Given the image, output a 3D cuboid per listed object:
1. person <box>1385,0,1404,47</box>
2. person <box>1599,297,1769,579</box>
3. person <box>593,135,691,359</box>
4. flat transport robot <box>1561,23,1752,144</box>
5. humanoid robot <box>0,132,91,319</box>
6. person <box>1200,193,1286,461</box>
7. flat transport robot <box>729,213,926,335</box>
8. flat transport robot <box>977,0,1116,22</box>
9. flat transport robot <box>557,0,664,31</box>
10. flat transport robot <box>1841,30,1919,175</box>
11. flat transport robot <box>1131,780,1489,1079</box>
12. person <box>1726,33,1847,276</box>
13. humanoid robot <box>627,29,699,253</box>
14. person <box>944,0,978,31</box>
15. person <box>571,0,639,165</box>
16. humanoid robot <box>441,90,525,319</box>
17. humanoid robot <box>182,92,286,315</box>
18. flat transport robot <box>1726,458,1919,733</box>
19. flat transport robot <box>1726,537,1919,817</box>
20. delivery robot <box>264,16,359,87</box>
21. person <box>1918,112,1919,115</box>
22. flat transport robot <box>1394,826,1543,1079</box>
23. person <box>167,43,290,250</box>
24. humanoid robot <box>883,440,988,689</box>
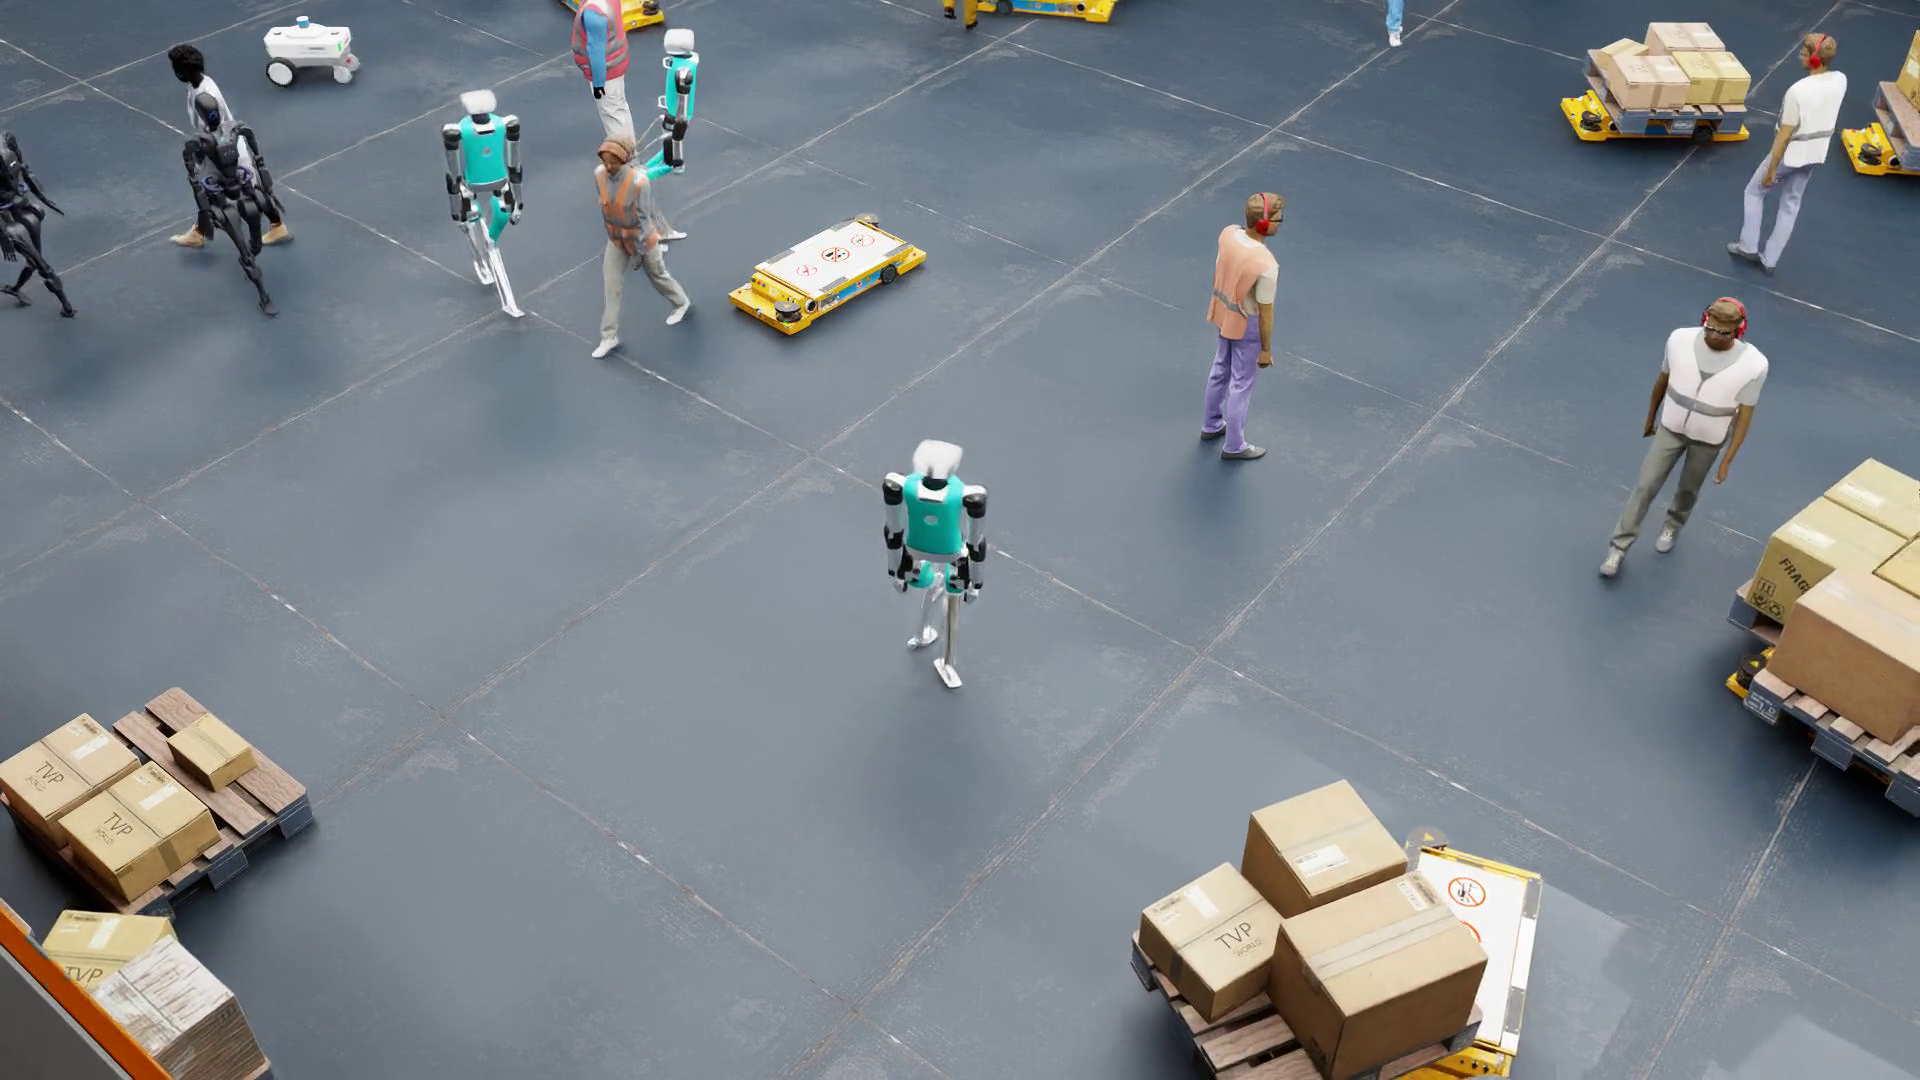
[{"bbox_3d":[4.204,-5.450,15.383,0.515,1.690,0.786,-8,41,-9],"label":"person"},{"bbox_3d":[4.181,-0.581,9.571,0.581,1.807,0.778,26,47,27],"label":"person"},{"bbox_3d":[-2.263,-2.092,11.514,0.496,1.590,0.841,19,44,21],"label":"person"},{"bbox_3d":[6.025,-3.689,14.418,1.431,0.231,0.659,0,40,0],"label":"flat transport robot"},{"bbox_3d":[-6.701,-2.323,11.769,0.710,1.647,0.616,13,42,14],"label":"humanoid robot"},{"bbox_3d":[1.756,-1.327,10.424,0.373,1.840,0.568,-16,43,-18],"label":"person"},{"bbox_3d":[-0.979,-2.005,12.437,0.659,0.231,1.431,31,49,31],"label":"flat transport robot"},{"bbox_3d":[0.808,-5.383,16.410,1.431,0.231,0.659,9,41,10],"label":"flat transport robot"},{"bbox_3d":[-3.536,-5.354,16.377,0.659,0.231,1.431,-24,46,-26],"label":"flat transport robot"},{"bbox_3d":[8.193,-3.220,13.866,1.431,0.231,0.659,7,41,8],"label":"flat transport robot"},{"bbox_3d":[1.527,2.170,7.525,0.659,0.231,1.431,-16,43,-18],"label":"flat transport robot"},{"bbox_3d":[6.077,-2.835,12.217,0.540,1.819,0.552,-9,41,-11],"label":"person"},{"bbox_3d":[-2.310,-2.930,12.390,0.857,1.754,0.567,-6,41,-7],"label":"humanoid robot"},{"bbox_3d":[0.049,-5.673,15.615,0.587,1.732,0.405,12,42,14],"label":"person"},{"bbox_3d":[-2.859,-3.773,13.315,0.431,1.836,0.628,0,40,0],"label":"person"},{"bbox_3d":[-3.407,-2.471,11.878,0.586,1.740,1.045,-19,44,-21],"label":"humanoid robot"},{"bbox_3d":[-5.220,-2.462,11.946,0.586,1.648,0.788,-33,50,-32],"label":"humanoid robot"},{"bbox_3d":[5.055,0.634,9.332,1.431,0.231,0.659,-28,48,-29],"label":"flat transport robot"},{"bbox_3d":[4.943,0.989,8.914,0.659,0.231,1.431,-27,47,-28],"label":"flat transport robot"},{"bbox_3d":[-5.912,-4.447,15.087,0.774,0.592,0.499,0,40,0],"label":"delivery robot"},{"bbox_3d":[8.341,-4.213,13.906,0.321,1.730,0.487,-10,41,-11],"label":"person"},{"bbox_3d":[2.292,1.985,7.743,0.659,0.231,1.431,14,42,16],"label":"flat transport robot"},{"bbox_3d":[-5.614,-2.874,12.385,0.879,1.649,0.549,-24,46,-25],"label":"person"},{"bbox_3d":[-0.093,0.054,8.891,0.581,1.786,0.857,7,41,8],"label":"humanoid robot"}]
